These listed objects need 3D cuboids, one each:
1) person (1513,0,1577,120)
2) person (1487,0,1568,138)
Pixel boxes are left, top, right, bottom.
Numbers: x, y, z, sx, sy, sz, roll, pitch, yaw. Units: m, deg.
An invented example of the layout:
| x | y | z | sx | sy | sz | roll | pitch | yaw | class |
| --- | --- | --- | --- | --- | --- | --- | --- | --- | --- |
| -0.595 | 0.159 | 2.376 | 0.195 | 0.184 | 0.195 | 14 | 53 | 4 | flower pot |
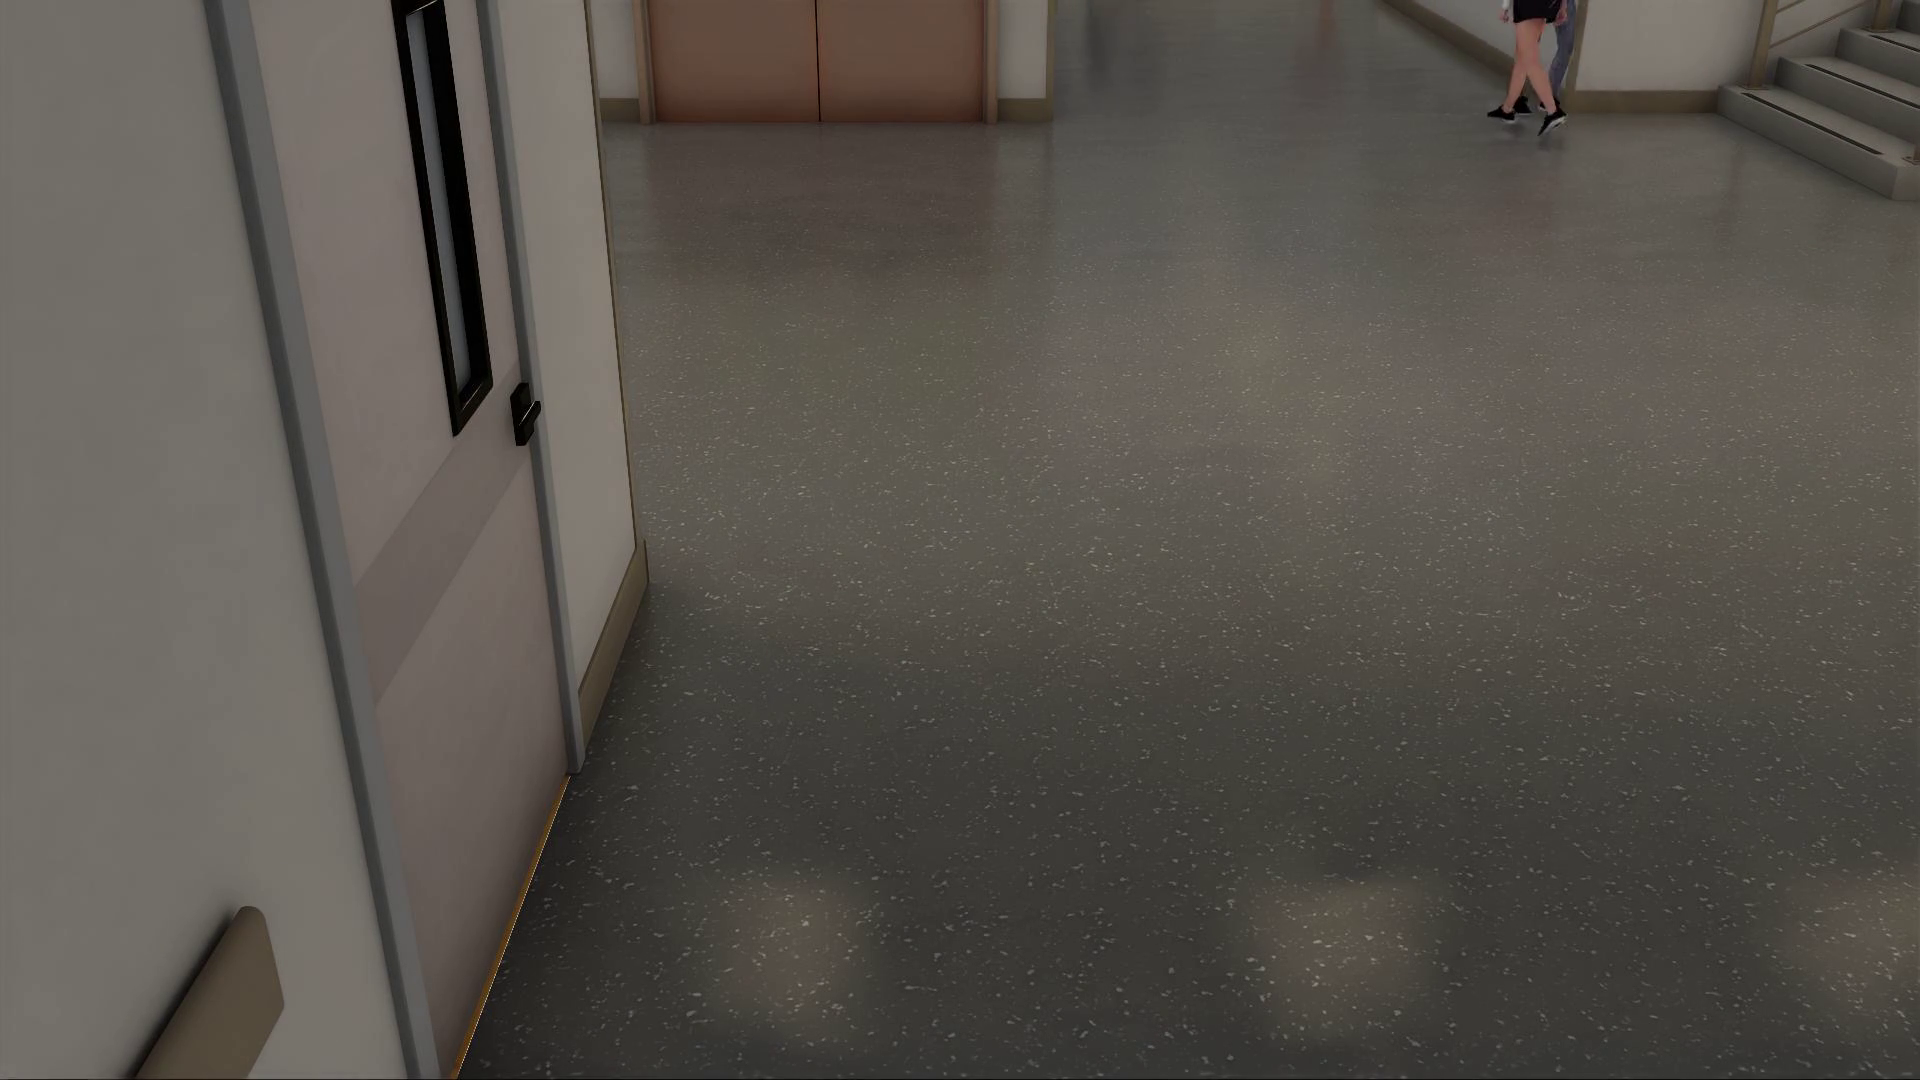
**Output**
| x | y | z | sx | sy | sz | roll | pitch | yaw | class |
| --- | --- | --- | --- | --- | --- | --- | --- | --- | --- |
| 4.130 | -3.882 | 11.807 | 0.718 | 1.703 | 0.701 | -4 | 26 | -9 | person |
| 3.903 | -3.553 | 11.112 | 1.121 | 1.715 | 0.903 | -10 | 28 | -20 | person |
